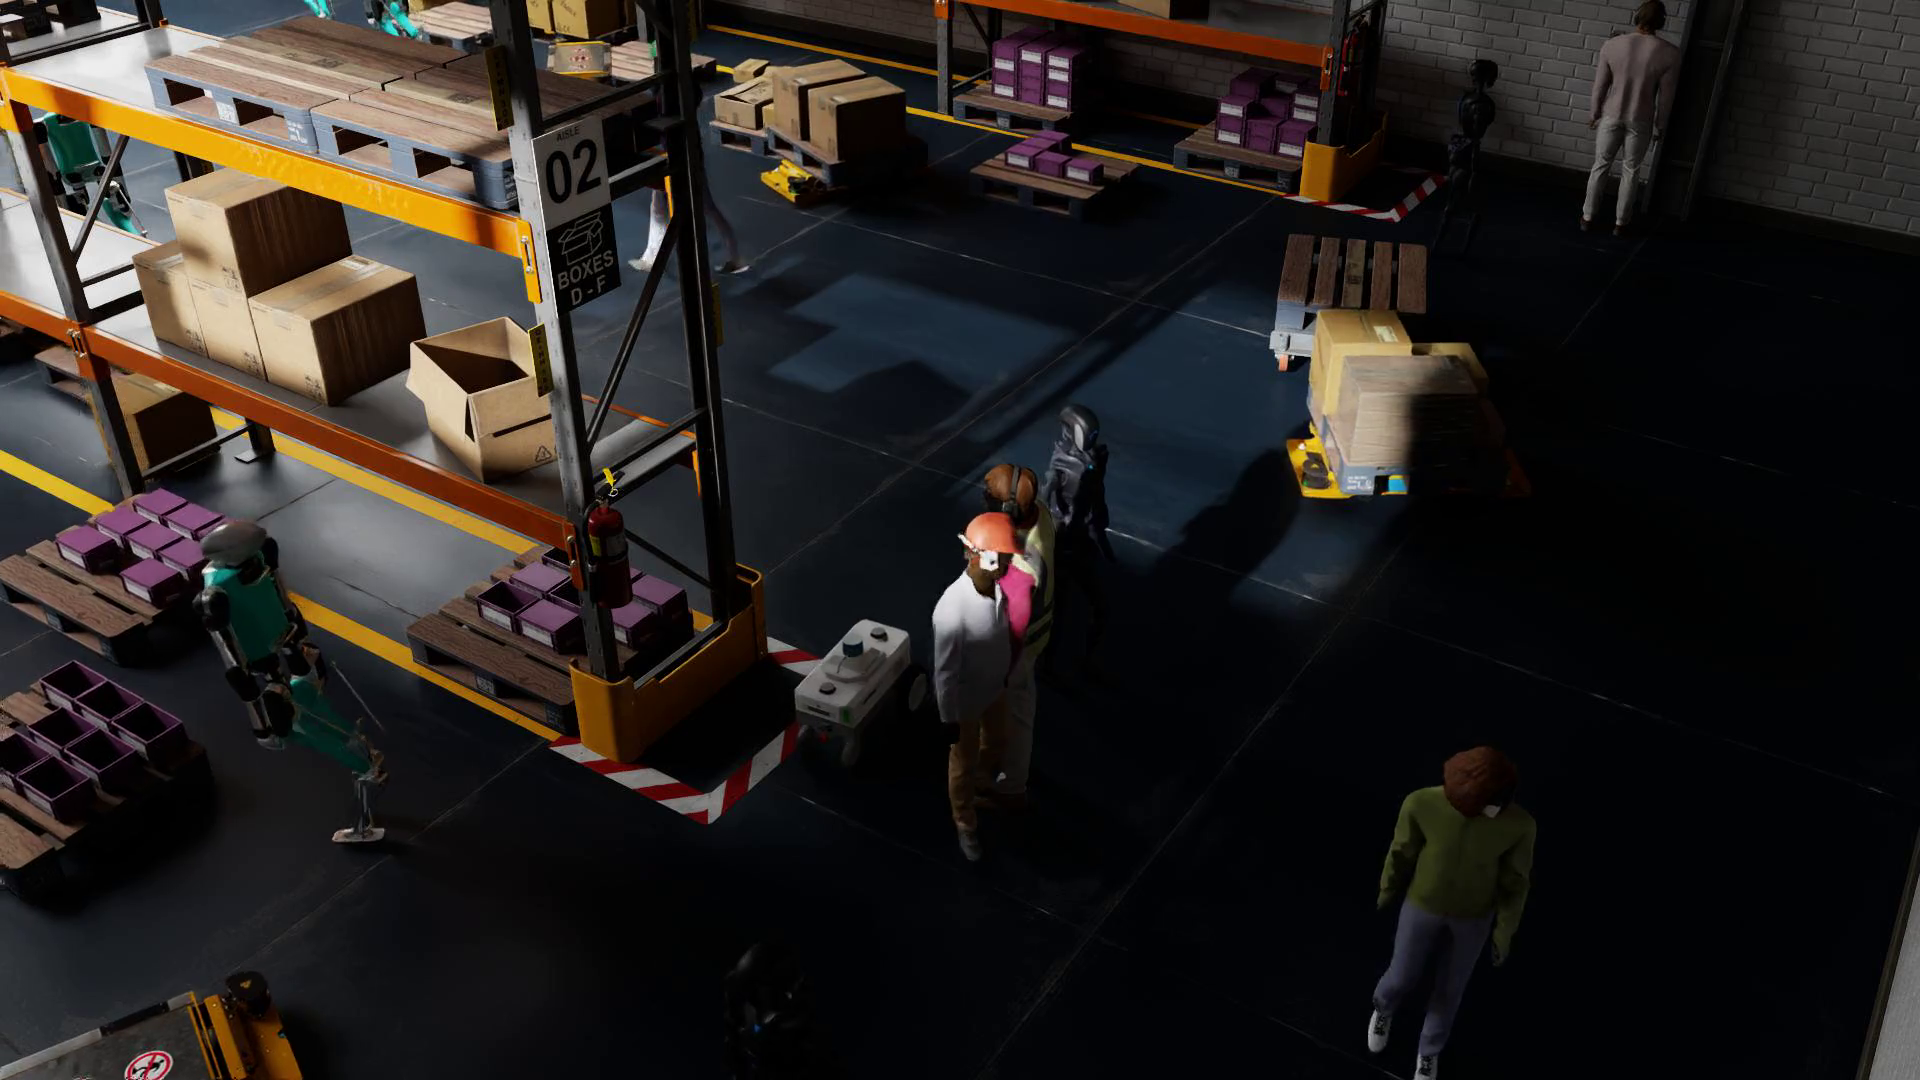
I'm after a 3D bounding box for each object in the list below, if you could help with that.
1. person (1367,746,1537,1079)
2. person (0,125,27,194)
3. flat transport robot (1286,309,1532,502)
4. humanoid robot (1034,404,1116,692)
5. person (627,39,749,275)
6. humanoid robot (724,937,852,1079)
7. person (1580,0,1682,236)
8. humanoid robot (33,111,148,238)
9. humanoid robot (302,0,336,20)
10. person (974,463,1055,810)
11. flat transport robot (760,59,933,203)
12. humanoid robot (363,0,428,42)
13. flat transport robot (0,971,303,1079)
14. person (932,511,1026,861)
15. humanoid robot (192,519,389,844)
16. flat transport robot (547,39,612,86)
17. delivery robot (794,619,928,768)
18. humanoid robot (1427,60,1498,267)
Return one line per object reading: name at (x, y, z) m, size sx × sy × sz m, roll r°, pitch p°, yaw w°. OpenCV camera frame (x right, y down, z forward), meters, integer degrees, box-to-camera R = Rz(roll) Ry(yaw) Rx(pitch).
person at (1.878, 1.451, 6.397) m, size 0.533 × 1.621 × 0.368 m, roll 9°, pitch 34°, yaw 13°
person at (-8.275, -3.695, 14.239) m, size 0.742 × 1.690 × 0.579 m, roll -15°, pitch 36°, yaw -21°
flat transport robot at (2.861, -0.507, 10.653) m, size 1.431 × 0.231 × 0.659 m, roll 0°, pitch 33°, yaw 0°
humanoid robot at (0.581, 0.070, 8.470) m, size 0.379 × 1.647 × 0.608 m, roll 24°, pitch 40°, yaw 32°
person at (-2.151, -2.953, 12.933) m, size 0.985 × 1.889 × 0.485 m, roll 15°, pitch 36°, yaw 21°
humanoid robot at (-0.545, 1.899, 5.670) m, size 0.615 × 1.644 × 0.424 m, roll 25°, pitch 40°, yaw 33°
person at (5.488, -3.461, 13.663) m, size 0.635 × 1.938 × 0.359 m, roll 16°, pitch 36°, yaw 23°
humanoid robot at (-6.234, -2.436, 12.149) m, size 0.735 × 1.677 × 0.533 m, roll 23°, pitch 40°, yaw 31°
humanoid robot at (-6.863, -5.909, 17.696) m, size 1.085 × 1.791 × 0.564 m, roll 28°, pitch 42°, yaw 36°
person at (0.217, 0.444, 7.747) m, size 0.429 × 1.846 × 0.624 m, roll 4°, pitch 33°, yaw 6°
flat transport robot at (-1.021, -3.363, 15.042) m, size 1.431 × 0.231 × 0.659 m, roll -19°, pitch 38°, yaw -27°
humanoid robot at (-5.633, -5.309, 16.696) m, size 0.782 × 1.775 × 0.532 m, roll 19°, pitch 38°, yaw 27°
flat transport robot at (-3.354, 2.221, 6.460) m, size 1.431 × 0.231 × 0.659 m, roll -20°, pitch 38°, yaw -27°
person at (0.060, 0.661, 7.530) m, size 0.354 × 1.716 × 0.610 m, roll 20°, pitch 38°, yaw 28°
humanoid robot at (-2.842, 0.736, 7.447) m, size 0.729 × 1.835 × 0.531 m, roll 4°, pitch 33°, yaw 6°
flat transport robot at (-4.007, -4.995, 17.551) m, size 0.659 × 0.231 × 1.431 m, roll -6°, pitch 33°, yaw -9°
delivery robot at (-0.527, 0.730, 8.485) m, size 0.499 × 0.591 × 0.768 m, roll 15°, pitch 36°, yaw 22°
humanoid robot at (4.045, -2.992, 13.189) m, size 0.486 × 1.646 × 0.600 m, roll 5°, pitch 33°, yaw 8°
